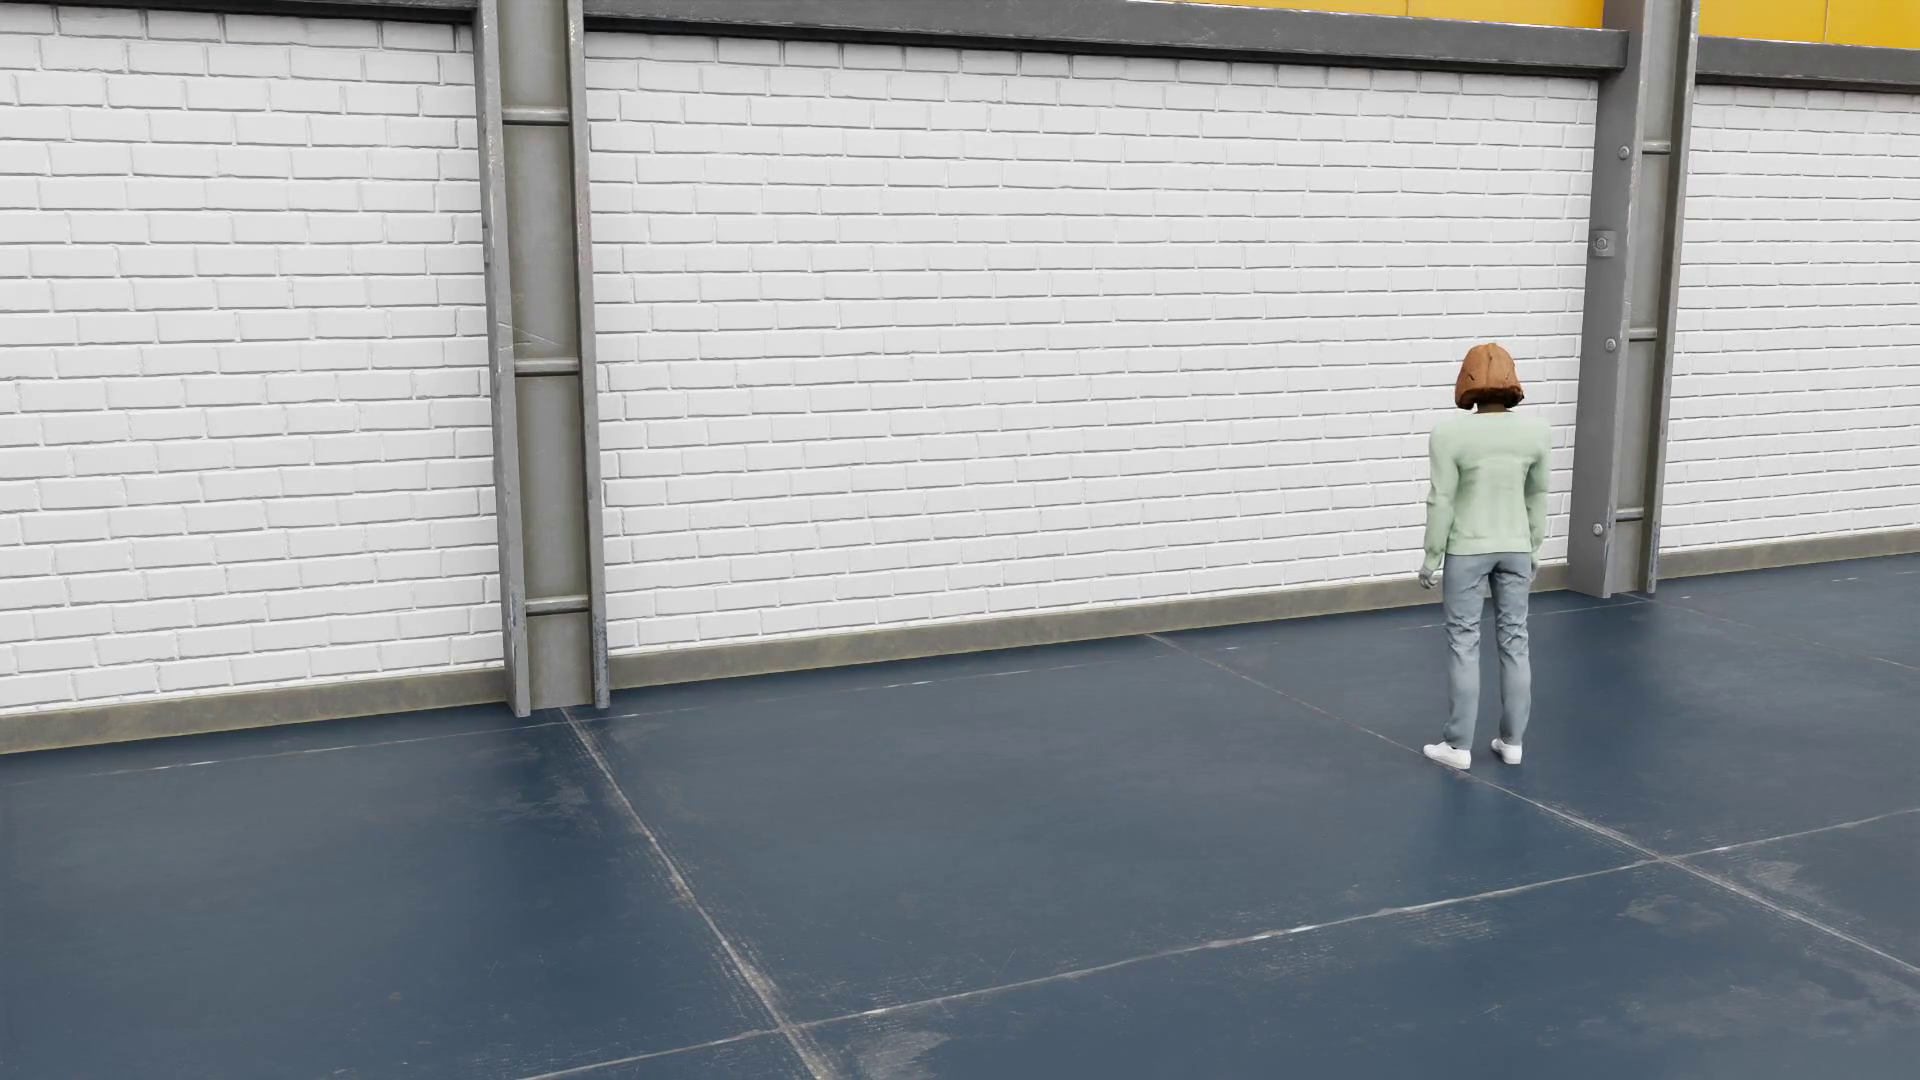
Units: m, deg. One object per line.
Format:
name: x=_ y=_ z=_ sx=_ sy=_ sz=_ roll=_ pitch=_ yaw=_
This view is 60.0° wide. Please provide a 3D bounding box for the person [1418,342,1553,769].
person: x=2.001 y=0.065 z=6.368 sx=0.499 sy=1.633 sz=0.288 roll=-2 pitch=10 yaw=-10
